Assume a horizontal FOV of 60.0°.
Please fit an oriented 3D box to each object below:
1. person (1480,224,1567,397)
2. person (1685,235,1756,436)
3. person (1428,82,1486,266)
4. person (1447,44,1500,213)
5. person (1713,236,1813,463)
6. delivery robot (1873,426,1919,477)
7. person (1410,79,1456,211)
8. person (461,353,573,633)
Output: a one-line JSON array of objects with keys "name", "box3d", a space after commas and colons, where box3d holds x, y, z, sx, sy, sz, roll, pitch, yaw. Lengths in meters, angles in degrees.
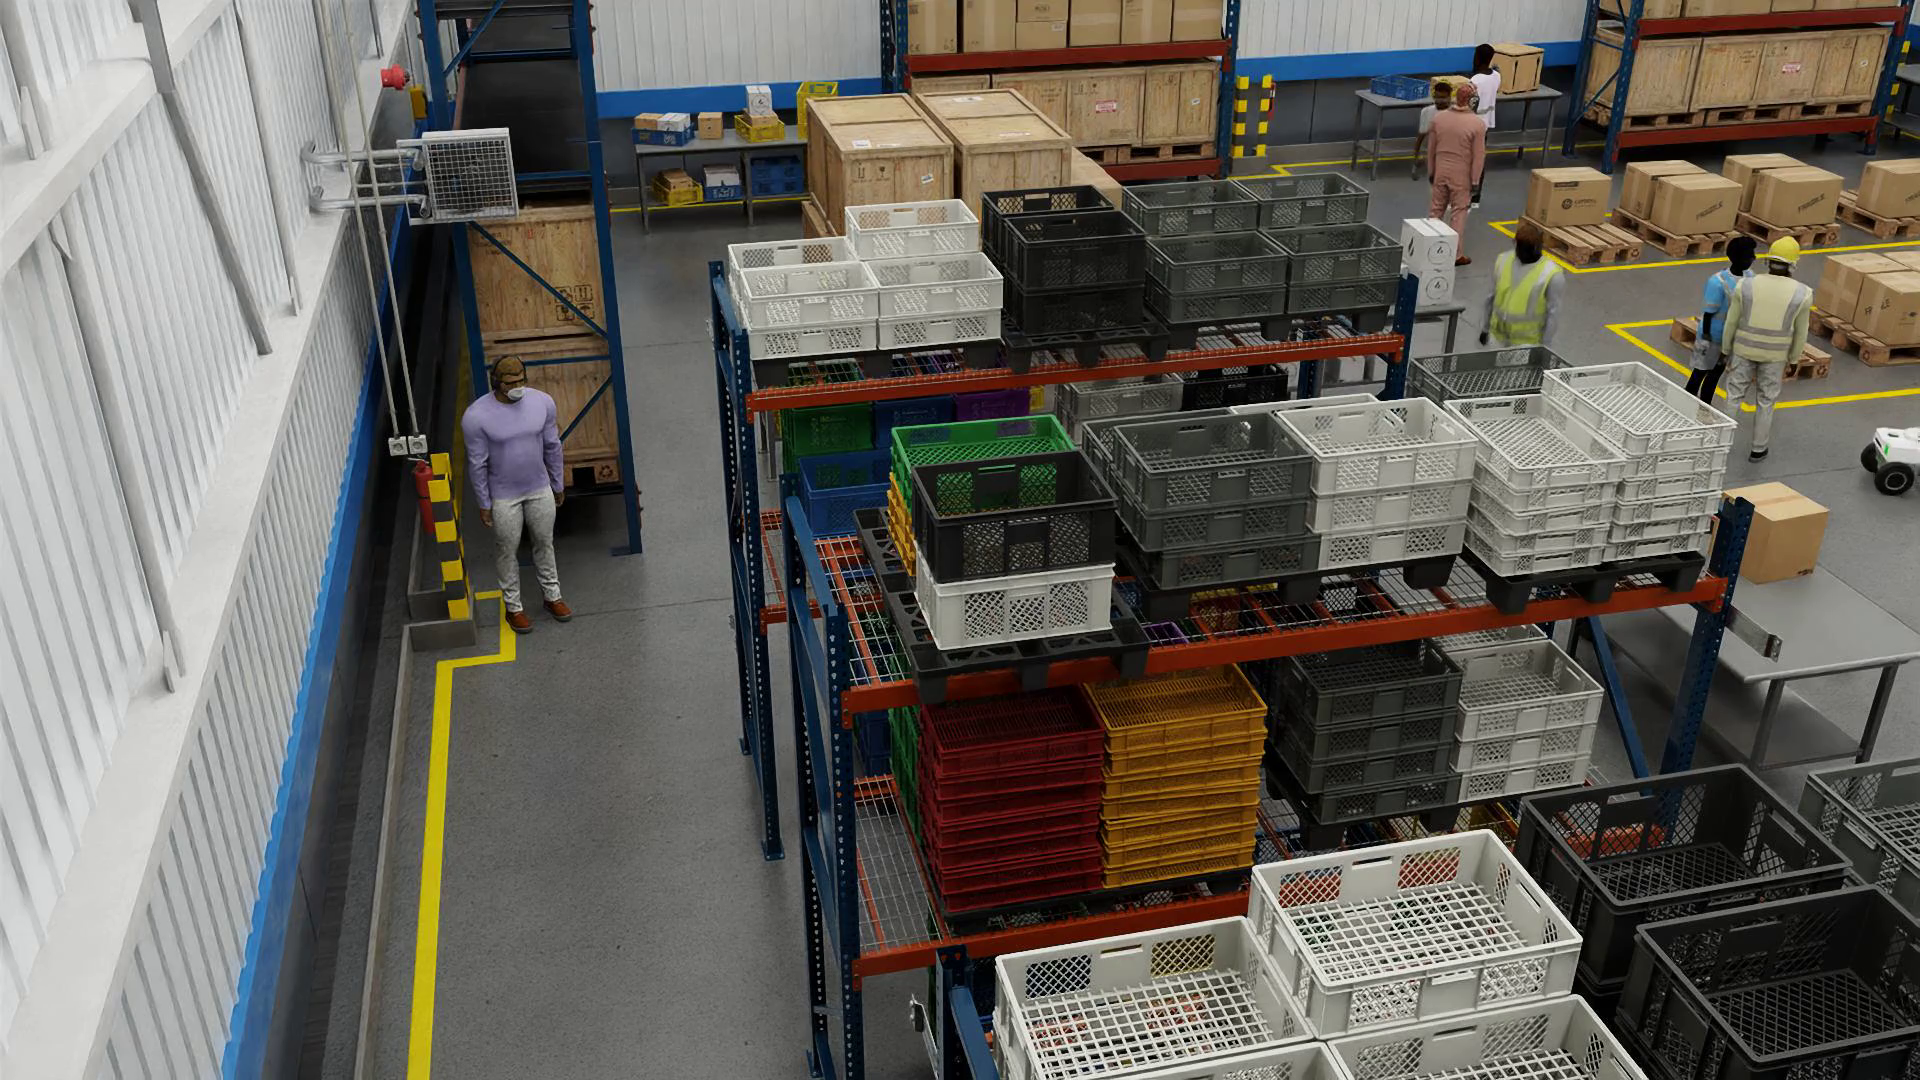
[{"name": "person", "box3d": [4.527, -1.682, 13.542, 0.428, 1.840, 0.636, -21, 34, -34]}, {"name": "person", "box3d": [6.260, -1.681, 13.685, 0.529, 1.697, 0.321, -16, 32, -27]}, {"name": "person", "box3d": [5.256, -3.877, 17.630, 0.399, 1.910, 0.643, -22, 35, -36]}, {"name": "person", "box3d": [6.001, -4.783, 19.337, 0.378, 1.917, 0.597, 23, 35, 36]}, {"name": "person", "box3d": [6.370, -1.511, 13.224, 0.597, 1.828, 0.403, 15, 31, 26]}, {"name": "delivery robot", "box3d": [7.520, -0.700, 12.946, 0.707, 0.478, 0.477, 6, 28, 11]}, {"name": "person", "box3d": [5.161, -4.055, 18.046, 0.526, 1.827, 0.885, 18, 33, 31]}, {"name": "person", "box3d": [-2.867, -0.318, 10.858, 0.625, 1.933, 0.374, -18, 33, -31]}]
